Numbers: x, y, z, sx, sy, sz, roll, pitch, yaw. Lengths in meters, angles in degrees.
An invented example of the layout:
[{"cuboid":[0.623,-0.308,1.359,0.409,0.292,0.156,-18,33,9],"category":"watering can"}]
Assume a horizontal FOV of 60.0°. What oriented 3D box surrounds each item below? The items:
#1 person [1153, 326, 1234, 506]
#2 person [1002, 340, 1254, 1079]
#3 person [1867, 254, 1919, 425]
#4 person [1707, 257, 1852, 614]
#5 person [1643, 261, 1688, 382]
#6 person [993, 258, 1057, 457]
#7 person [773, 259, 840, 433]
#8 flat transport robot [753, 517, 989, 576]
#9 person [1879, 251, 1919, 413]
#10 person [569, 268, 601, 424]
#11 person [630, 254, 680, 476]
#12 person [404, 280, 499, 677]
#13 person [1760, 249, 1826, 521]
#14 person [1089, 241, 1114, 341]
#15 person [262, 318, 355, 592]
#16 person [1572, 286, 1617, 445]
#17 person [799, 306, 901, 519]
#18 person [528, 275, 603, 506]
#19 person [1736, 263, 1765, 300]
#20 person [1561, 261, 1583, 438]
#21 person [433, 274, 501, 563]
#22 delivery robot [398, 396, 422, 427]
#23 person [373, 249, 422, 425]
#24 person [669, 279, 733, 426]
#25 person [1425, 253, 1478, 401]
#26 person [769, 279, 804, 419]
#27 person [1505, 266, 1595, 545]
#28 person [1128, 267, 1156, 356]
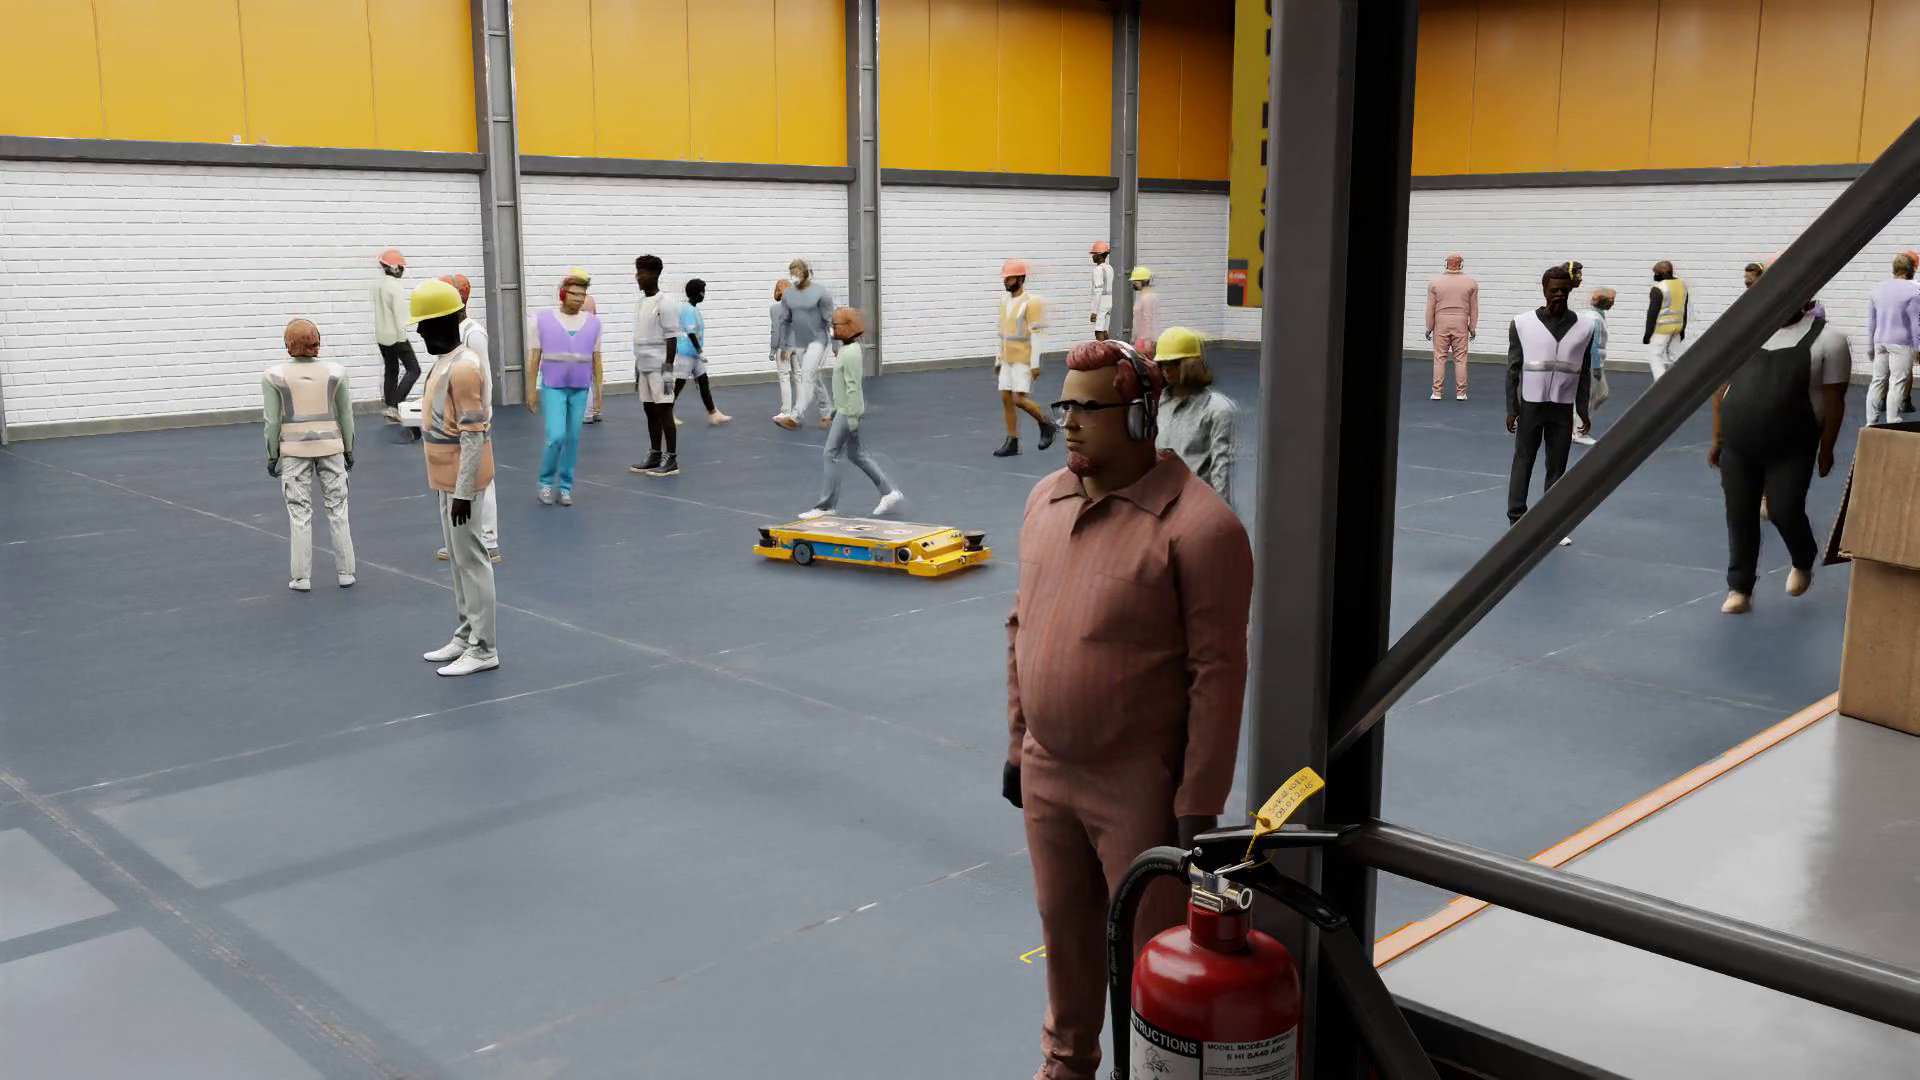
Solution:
[{"cuboid":[1.083,-0.147,7.815,0.493,1.720,0.661,7,13,35],"category":"person"},{"cuboid":[0.321,0.509,3.733,0.409,1.907,0.651,-9,14,-42],"category":"person"},{"cuboid":[9.937,-2.057,17.657,0.396,1.935,0.651,-3,11,-18],"category":"person"},{"cuboid":[4.587,-0.597,9.399,0.691,2.000,0.663,10,14,44],"category":"person"},{"cuboid":[9.121,-2.687,21.459,0.764,1.811,0.432,-6,12,-29],"category":"person"},{"cuboid":[0.598,-1.761,16.082,0.565,1.917,0.551,-7,13,-35],"category":"person"},{"cuboid":[-1.660,-2.099,18.038,0.666,1.872,1.032,7,12,33],"category":"person"},{"cuboid":[-0.587,0.020,10.865,1.431,0.197,0.652,6,12,30],"category":"flat transport robot"},{"cuboid":[11.376,-2.497,20.095,0.550,1.943,0.429,8,13,38],"category":"person"},{"cuboid":[-4.294,-2.198,18.882,0.325,1.766,0.532,2,11,11],"category":"person"},{"cuboid":[-2.720,-1.553,14.815,0.361,1.963,0.665,-8,13,-37],"category":"person"},{"cuboid":[-2.467,-0.298,8.104,0.378,1.918,0.585,-5,12,-26],"category":"person"},{"cuboid":[6.179,-1.173,12.581,0.622,2.017,0.726,7,12,33],"category":"person"},{"cuboid":[2.135,-3.547,25.478,0.373,2.043,0.613,4,11,22],"category":"person"},{"cuboid":[-3.891,-0.503,9.981,0.513,1.641,0.309,-6,12,-29],"category":"person"},{"cuboid":[6.436,-1.767,16.902,0.388,1.619,0.540,5,12,25],"category":"person"},{"cuboid":[-0.829,-0.958,12.542,0.746,1.606,0.514,0,10,-2],"category":"person"},{"cuboid":[-3.089,-1.164,13.099,0.617,1.814,0.465,-7,12,-32],"category":"person"},{"cuboid":[8.380,-2.001,17.606,0.455,1.848,0.497,-7,13,-35],"category":"person"},{"cuboid":[6.421,-2.010,17.615,0.376,1.859,0.555,4,11,23],"category":"person"},{"cuboid":[-3.215,-0.774,10.792,0.337,1.882,0.584,-8,13,-37],"category":"person"},{"cuboid":[-5.410,-1.325,17.169,0.707,0.478,0.477,0,10,0],"category":"delivery robot"},{"cuboid":[-6.349,-2.272,18.721,0.616,1.979,0.431,9,14,41],"category":"person"},{"cuboid":[-2.998,-2.090,18.602,0.812,1.643,0.541,1,10,6],"category":"person"},{"cuboid":[6.347,-2.749,21.501,0.646,1.907,0.401,2,11,13],"category":"person"},{"cuboid":[-2.006,-2.200,19.254,0.294,1.632,0.502,10,14,43],"category":"person"},{"cuboid":[4.059,-0.920,11.494,0.588,1.920,0.392,0,10,0],"category":"person"},{"cuboid":[2.174,-2.405,20.041,0.376,1.755,0.542,-1,10,-4],"category":"person"}]
